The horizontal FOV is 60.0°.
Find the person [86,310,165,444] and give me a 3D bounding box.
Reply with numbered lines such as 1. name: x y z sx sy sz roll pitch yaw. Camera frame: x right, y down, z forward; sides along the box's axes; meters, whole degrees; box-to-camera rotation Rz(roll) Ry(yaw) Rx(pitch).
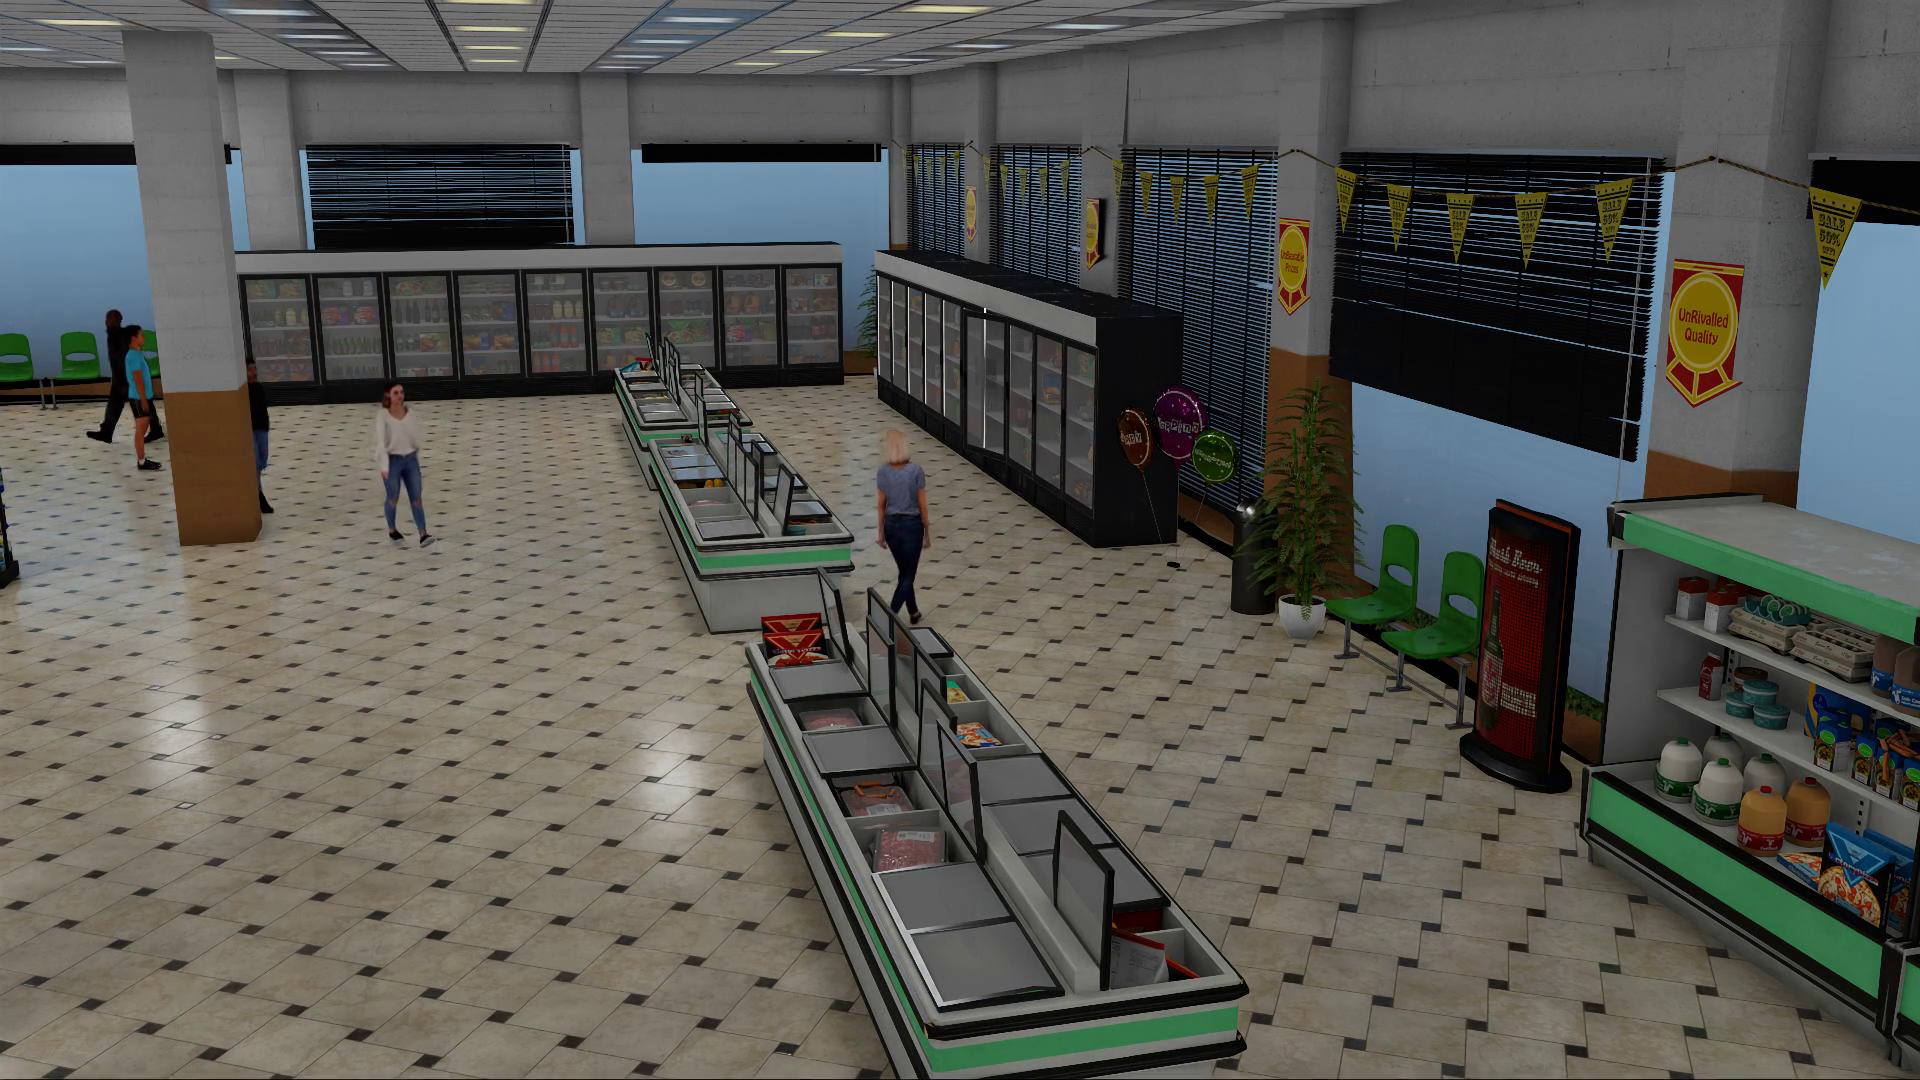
1. person: -10.962 -2.161 22.113 1.245 1.785 1.208 11 18 39

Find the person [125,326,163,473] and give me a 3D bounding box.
1. person: -10.070 -1.742 20.408 0.712 1.774 0.503 -6 15 -25

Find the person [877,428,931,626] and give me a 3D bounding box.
1. person: -0.493 -0.032 13.559 0.984 1.680 1.166 6 15 24

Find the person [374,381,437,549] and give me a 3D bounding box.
1. person: -5.603 -0.729 16.508 0.971 1.644 1.202 -12 18 -40

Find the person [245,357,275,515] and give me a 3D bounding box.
1. person: -7.759 -1.141 18.137 1.055 1.676 0.947 10 17 34
